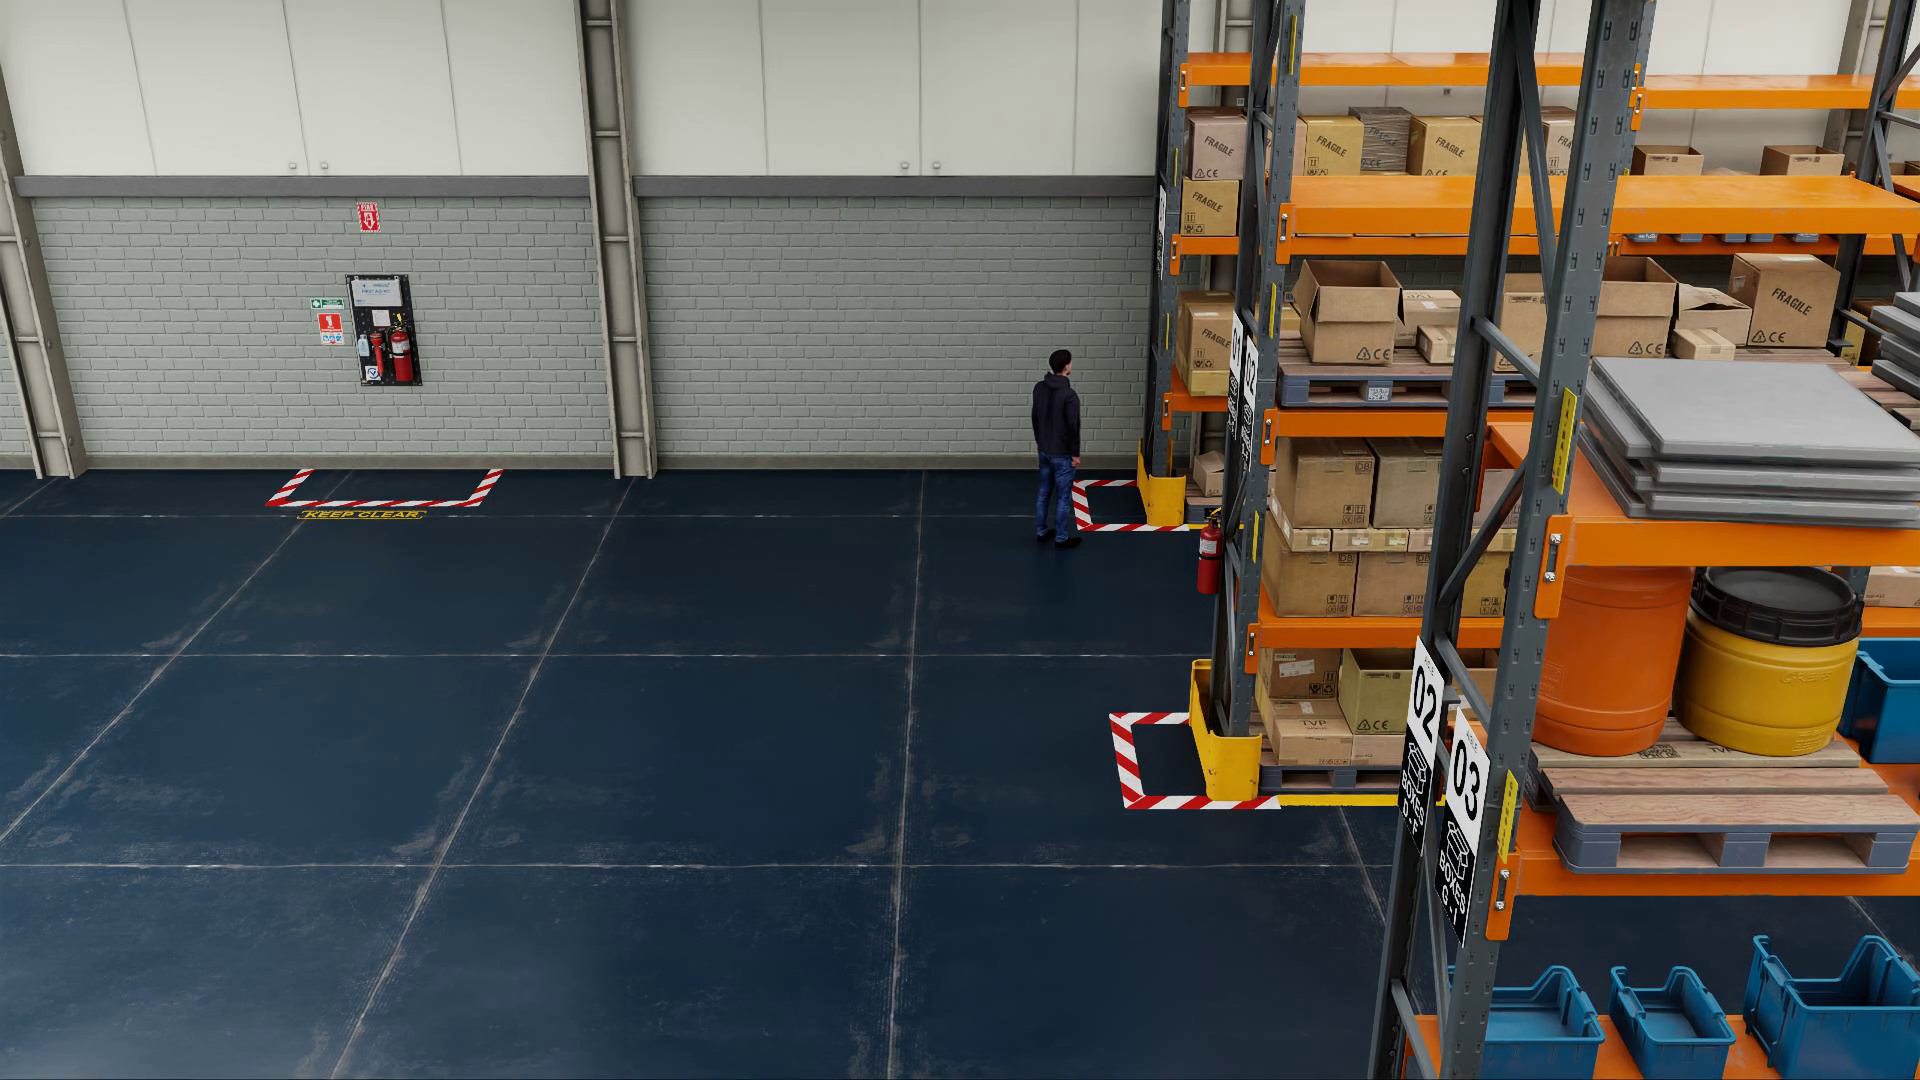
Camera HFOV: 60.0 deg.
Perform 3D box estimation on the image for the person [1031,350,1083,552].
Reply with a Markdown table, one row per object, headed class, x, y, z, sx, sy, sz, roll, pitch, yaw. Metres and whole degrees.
| class | x | y | z | sx | sy | sz | roll | pitch | yaw |
| --- | --- | --- | --- | --- | --- | --- | --- | --- | --- |
| person | 0.881 | -0.834 | 15.286 | 0.746 | 1.893 | 0.812 | 21 | 31 | 40 |
